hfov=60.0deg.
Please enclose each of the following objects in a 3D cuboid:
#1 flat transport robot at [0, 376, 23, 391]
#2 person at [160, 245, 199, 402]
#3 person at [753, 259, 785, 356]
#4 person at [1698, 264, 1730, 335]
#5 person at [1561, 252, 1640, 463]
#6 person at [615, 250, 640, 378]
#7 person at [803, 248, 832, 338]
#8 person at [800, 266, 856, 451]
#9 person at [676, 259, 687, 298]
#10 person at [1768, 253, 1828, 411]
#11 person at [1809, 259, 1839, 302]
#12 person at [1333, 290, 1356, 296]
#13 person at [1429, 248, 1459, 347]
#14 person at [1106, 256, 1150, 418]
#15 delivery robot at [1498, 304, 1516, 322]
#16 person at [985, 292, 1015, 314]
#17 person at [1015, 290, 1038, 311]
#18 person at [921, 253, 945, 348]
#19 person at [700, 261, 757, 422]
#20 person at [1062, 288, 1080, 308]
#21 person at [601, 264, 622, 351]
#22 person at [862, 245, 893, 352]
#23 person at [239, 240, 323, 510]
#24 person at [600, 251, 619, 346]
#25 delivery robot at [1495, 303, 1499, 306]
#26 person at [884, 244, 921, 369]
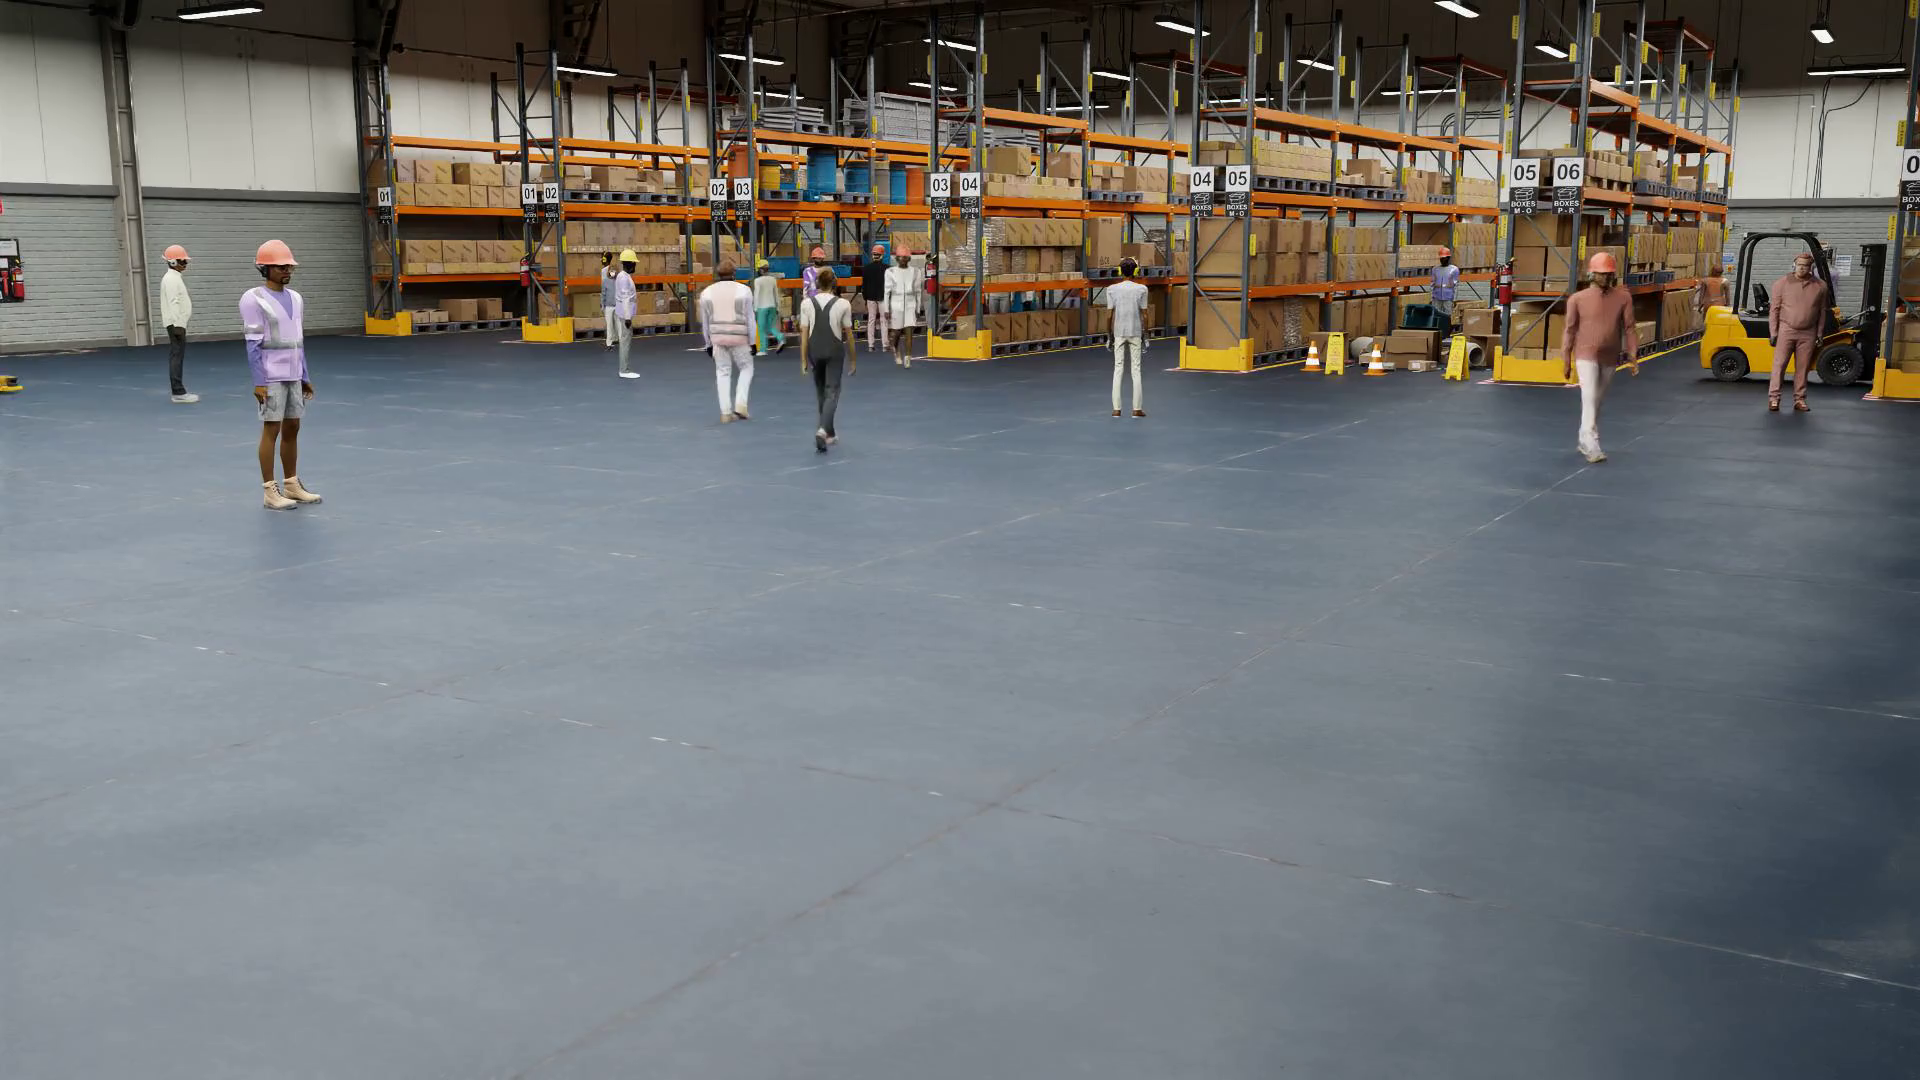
[{"bbox_3d":[-13.489,-2.122,22.529,1.431,0.197,0.652,5,11,24],"label":"flat transport robot"},{"bbox_3d":[-9.981,-2.757,21.262,0.395,1.994,0.612,-4,11,-22],"label":"person"},{"bbox_3d":[-3.449,-4.170,29.862,0.528,1.744,0.557,8,13,38],"label":"person"},{"bbox_3d":[14.470,-4.467,31.887,0.544,1.607,0.768,6,12,30],"label":"person"},{"bbox_3d":[5.982,-1.712,15.589,0.625,1.944,1.045,0,10,-2],"label":"person"},{"bbox_3d":[-4.994,-3.400,25.052,0.382,1.924,0.594,-2,10,-11],"label":"person"},{"bbox_3d":[-2.569,-4.328,30.218,0.552,1.936,0.362,-3,11,-16],"label":"person"},{"bbox_3d":[-1.314,-1.790,16.379,0.521,1.812,0.914,2,10,9],"label":"person"},{"bbox_3d":[-6.592,-5.902,39.886,0.497,1.633,0.283,7,12,33],"label":"person"},{"bbox_3d":[10.122,-2.504,20.100,0.642,1.905,0.399,2,10,9],"label":"person"},{"bbox_3d":[15.509,-4.278,30.082,0.646,1.892,0.514,8,13,39],"label":"person"},{"bbox_3d":[8.386,-5.267,36.304,0.514,1.645,0.308,2,10,13],"label":"person"},{"bbox_3d":[9.387,-4.702,32.319,0.552,1.935,0.374,7,12,33],"label":"person"},{"bbox_3d":[1.955,-2.353,19.349,0.513,1.872,0.328,2,10,12],"label":"person"},{"bbox_3d":[13.099,-5.489,40.331,0.707,0.478,0.477,-1,10,-8],"label":"delivery robot"},{"bbox_3d":[0.792,-4.812,32.974,0.622,1.932,0.370,0,10,3],"label":"person"},{"bbox_3d":[1.537,-5.925,39.211,0.607,1.910,1.003,6,12,30],"label":"person"},{"bbox_3d":[-0.605,-4.559,31.841,0.541,1.826,0.943,3,11,16],"label":"person"},{"bbox_3d":[-2.604,-2.244,18.865,0.643,1.822,0.462,2,10,10],"label":"person"},{"bbox_3d":[2.428,-5.180,35.505,0.528,1.762,0.340,4,11,21],"label":"person"},{"bbox_3d":[-6.521,-4.385,31.391,0.507,1.633,0.277,-1,10,-5],"label":"person"},{"bbox_3d":[-1.530,-4.517,31.117,0.612,1.994,0.395,3,11,19],"label":"person"},{"bbox_3d":[-5.190,-1.261,12.745,0.371,2.044,0.607,3,11,16],"label":"person"},{"bbox_3d":[-6.944,-4.757,32.812,0.321,1.871,0.532,3,10,15],"label":"person"},{"bbox_3d":[13.219,-5.592,40.909,0.477,0.478,0.707,-1,10,-7],"label":"delivery robot"},{"bbox_3d":[-0.939,-3.814,27.137,0.615,2.020,0.879,-1,10,-7],"label":"person"}]
